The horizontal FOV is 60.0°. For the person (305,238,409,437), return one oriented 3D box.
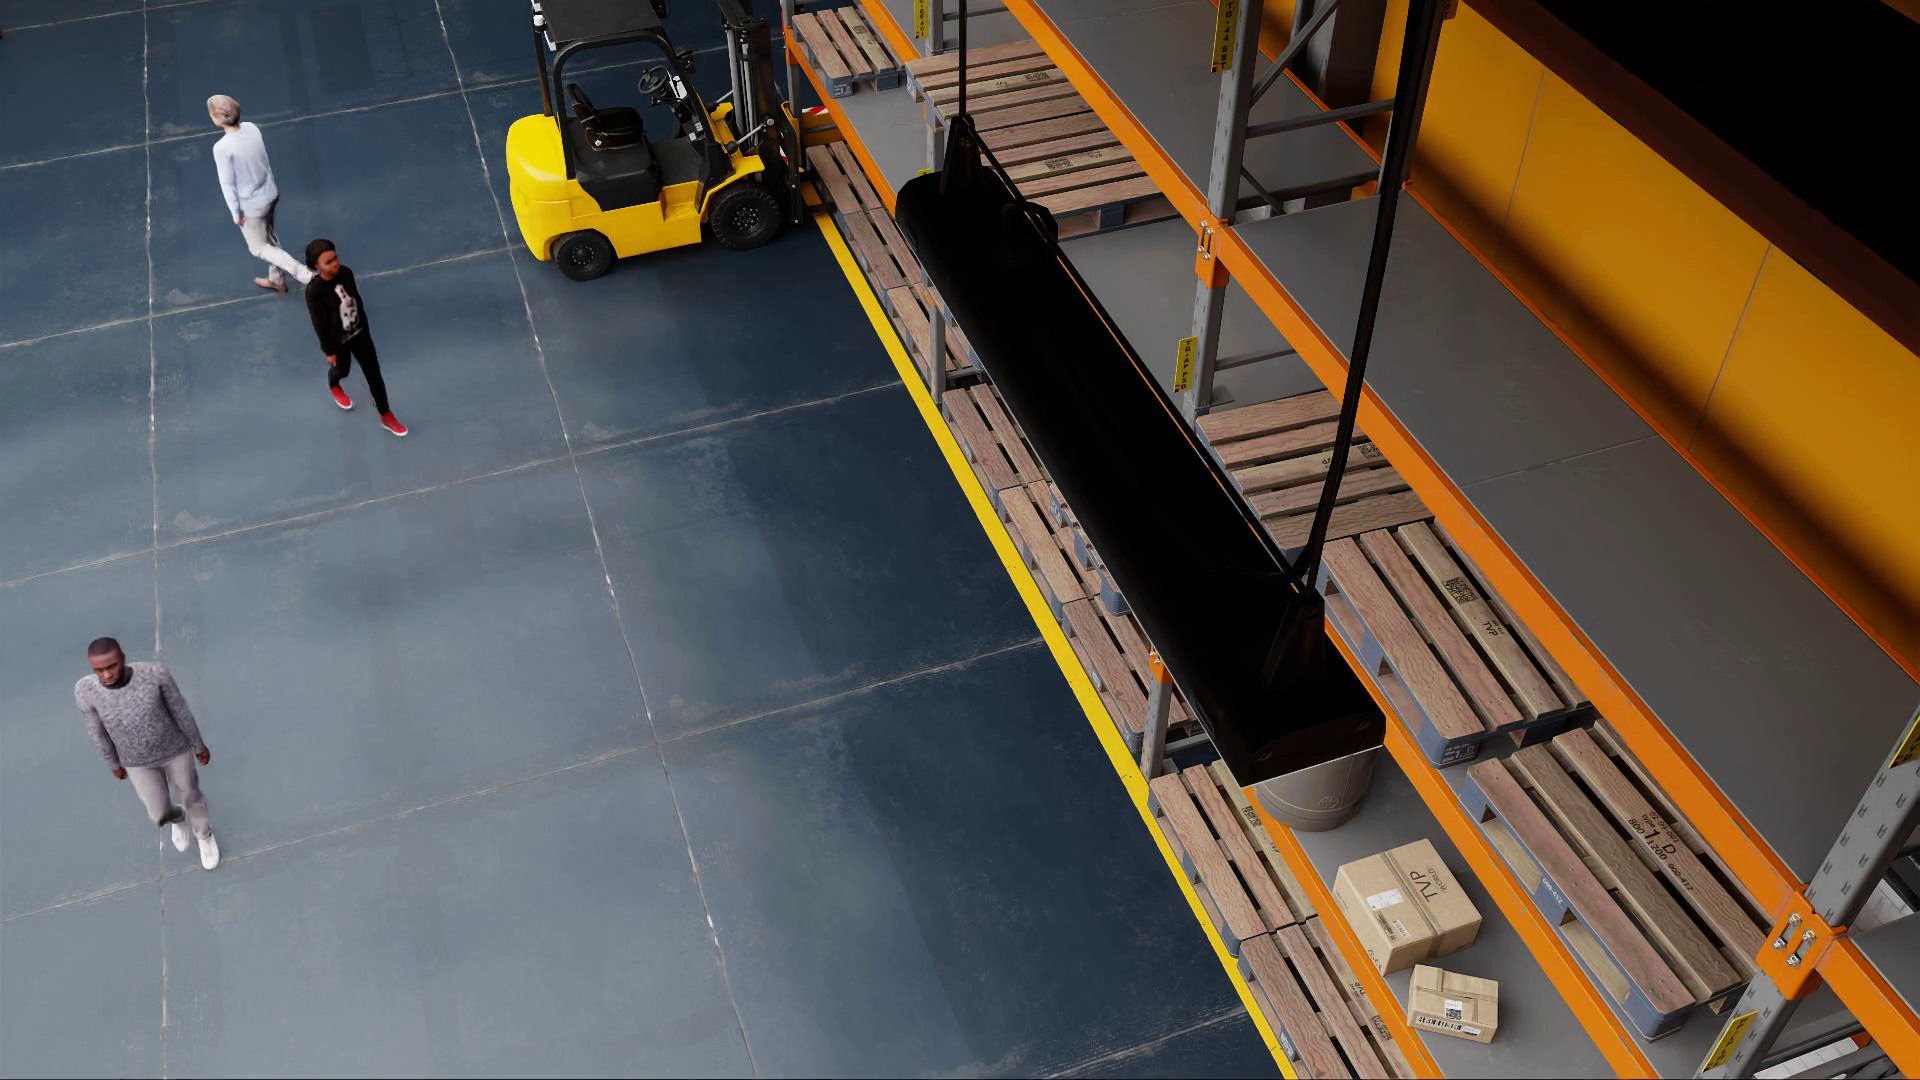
[{"bbox_3d":[-4.655,-1.541,12.444,1.172,1.643,0.987,28,50,27],"label":"person"}]

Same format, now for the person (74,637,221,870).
[{"bbox_3d":[-4.584,1.145,9.492,0.720,1.826,0.698,-19,47,-19],"label":"person"}]

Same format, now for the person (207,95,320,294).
[{"bbox_3d":[-5.647,-2.735,13.535,1.123,1.867,1.107,15,46,15],"label":"person"}]
